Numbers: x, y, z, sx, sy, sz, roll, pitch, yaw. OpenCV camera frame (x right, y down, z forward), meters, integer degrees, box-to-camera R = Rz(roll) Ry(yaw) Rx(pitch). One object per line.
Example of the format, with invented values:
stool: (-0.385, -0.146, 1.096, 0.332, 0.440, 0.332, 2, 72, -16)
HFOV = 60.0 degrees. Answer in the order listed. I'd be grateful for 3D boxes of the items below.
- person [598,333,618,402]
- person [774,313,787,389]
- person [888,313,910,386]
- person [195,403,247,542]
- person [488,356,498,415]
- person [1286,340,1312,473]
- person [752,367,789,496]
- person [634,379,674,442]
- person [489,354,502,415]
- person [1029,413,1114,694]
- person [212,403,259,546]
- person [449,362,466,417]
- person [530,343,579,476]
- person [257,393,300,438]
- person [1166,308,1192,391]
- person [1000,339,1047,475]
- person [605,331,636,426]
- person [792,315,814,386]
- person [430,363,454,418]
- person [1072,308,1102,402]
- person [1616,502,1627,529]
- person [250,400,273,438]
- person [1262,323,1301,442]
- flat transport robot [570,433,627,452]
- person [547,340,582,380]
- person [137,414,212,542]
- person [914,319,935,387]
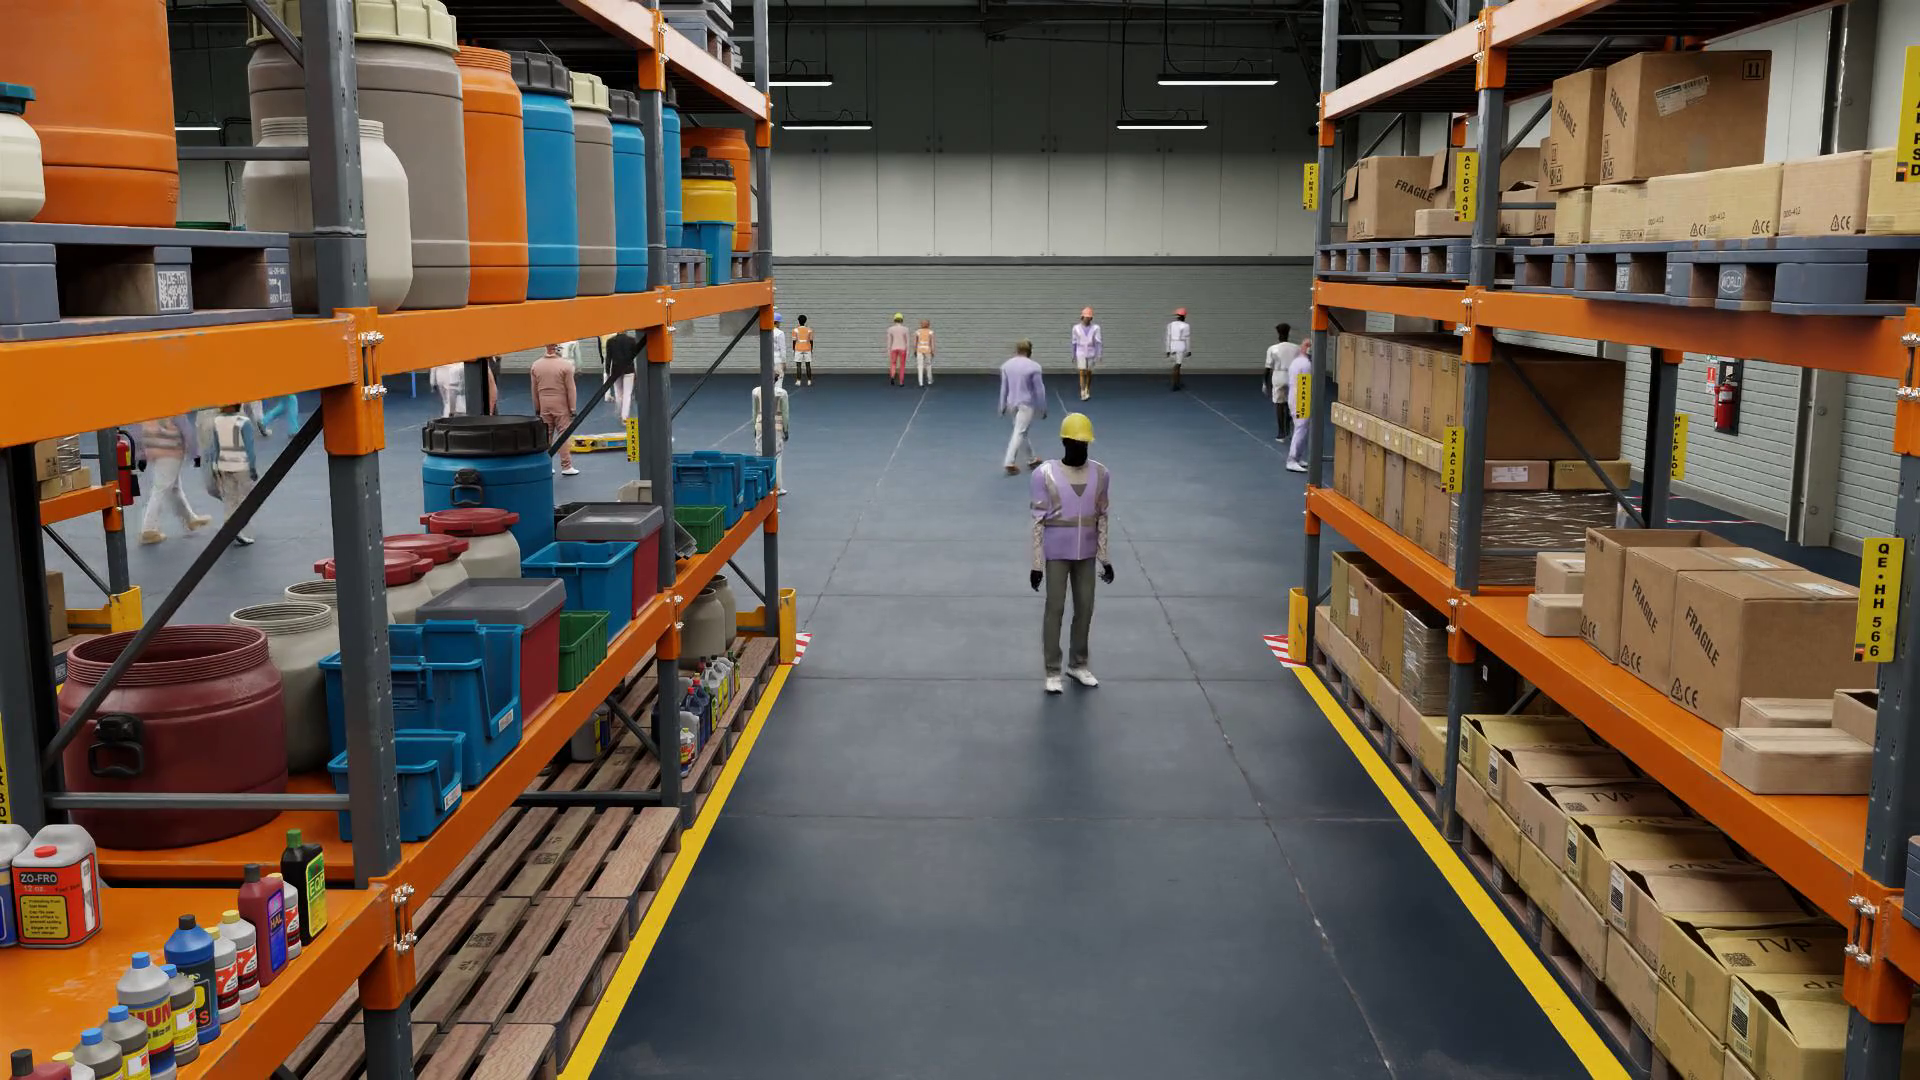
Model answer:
person: (-7.394, -3.874, 35.447, 0.633, 1.842, 0.429, 5, 11, 27)
person: (-3.716, -3.597, 33.469, 0.615, 1.945, 0.405, 7, 12, 38)
person: (-1.461, -4.561, 39.822, 0.538, 1.756, 0.345, 1, 9, 4)
person: (-7.830, -0.951, 17.741, 0.645, 1.920, 0.615, 3, 10, 17)
person: (-6.336, -1.746, 22.240, 0.396, 1.993, 0.618, -2, 10, -14)
person: (4.873, -1.926, 23.787, 0.554, 1.855, 0.814, -1, 10, -5)
person: (-2.414, -1.389, 21.198, 0.508, 1.629, 0.318, 3, 10, 18)
person: (-4.750, -2.301, 26.072, 0.571, 1.821, 0.940, 6, 11, 32)
person: (-8.551, -2.995, 29.710, 0.716, 2.000, 0.544, -5, 11, -29)
person: (0.751, 0.086, 11.533, 0.687, 1.928, 0.456, -4, 10, -22)
person: (-7.516, -0.741, 17.290, 0.534, 1.626, 0.365, 4, 10, 22)
person: (-6.770, -1.829, 22.959, 0.604, 1.926, 0.569, 7, 12, 36)
person: (-5.622, -1.853, 23.157, 0.650, 1.904, 0.401, 2, 10, 14)
person: (-11.422, -2.615, 27.963, 0.744, 1.820, 0.579, -6, 11, -31)
person: (5.126, -4.411, 38.472, 0.816, 1.900, 0.539, -9, 13, -42)
person: (0.896, -1.884, 23.424, 0.650, 1.882, 1.039, 8, 12, 39)
person: (-6.127, -3.071, 30.361, 0.617, 1.940, 1.042, 0, 9, 3)
person: (-3.787, -4.556, 39.961, 0.549, 1.696, 0.315, -3, 10, -20)
person: (-8.718, -2.677, 28.261, 0.664, 1.855, 0.695, 3, 10, 19)
person: (2.720, -3.993, 35.737, 0.631, 1.995, 1.068, 0, 9, 1)
person: (4.334, 0.217, 11.510, 0.546, 1.651, 0.884, -1, 10, -8)
person: (-11.958, -2.577, 27.877, 0.627, 1.781, 0.991, 2, 10, 12)
person: (5.322, -2.624, 27.619, 0.642, 1.947, 0.709, -1, 10, -9)
flat transport robot: (-5.550, -1.572, 26.481, 1.431, 0.197, 0.652, -7, 12, -35)
person: (-7.376, -3.177, 31.127, 0.629, 1.886, 0.998, 0, 9, 1)
person: (-8.490, -0.906, 17.862, 0.618, 1.782, 0.996, 5, 11, 27)
person: (-0.845, -4.474, 39.772, 0.528, 1.590, 0.854, 1, 10, 9)
